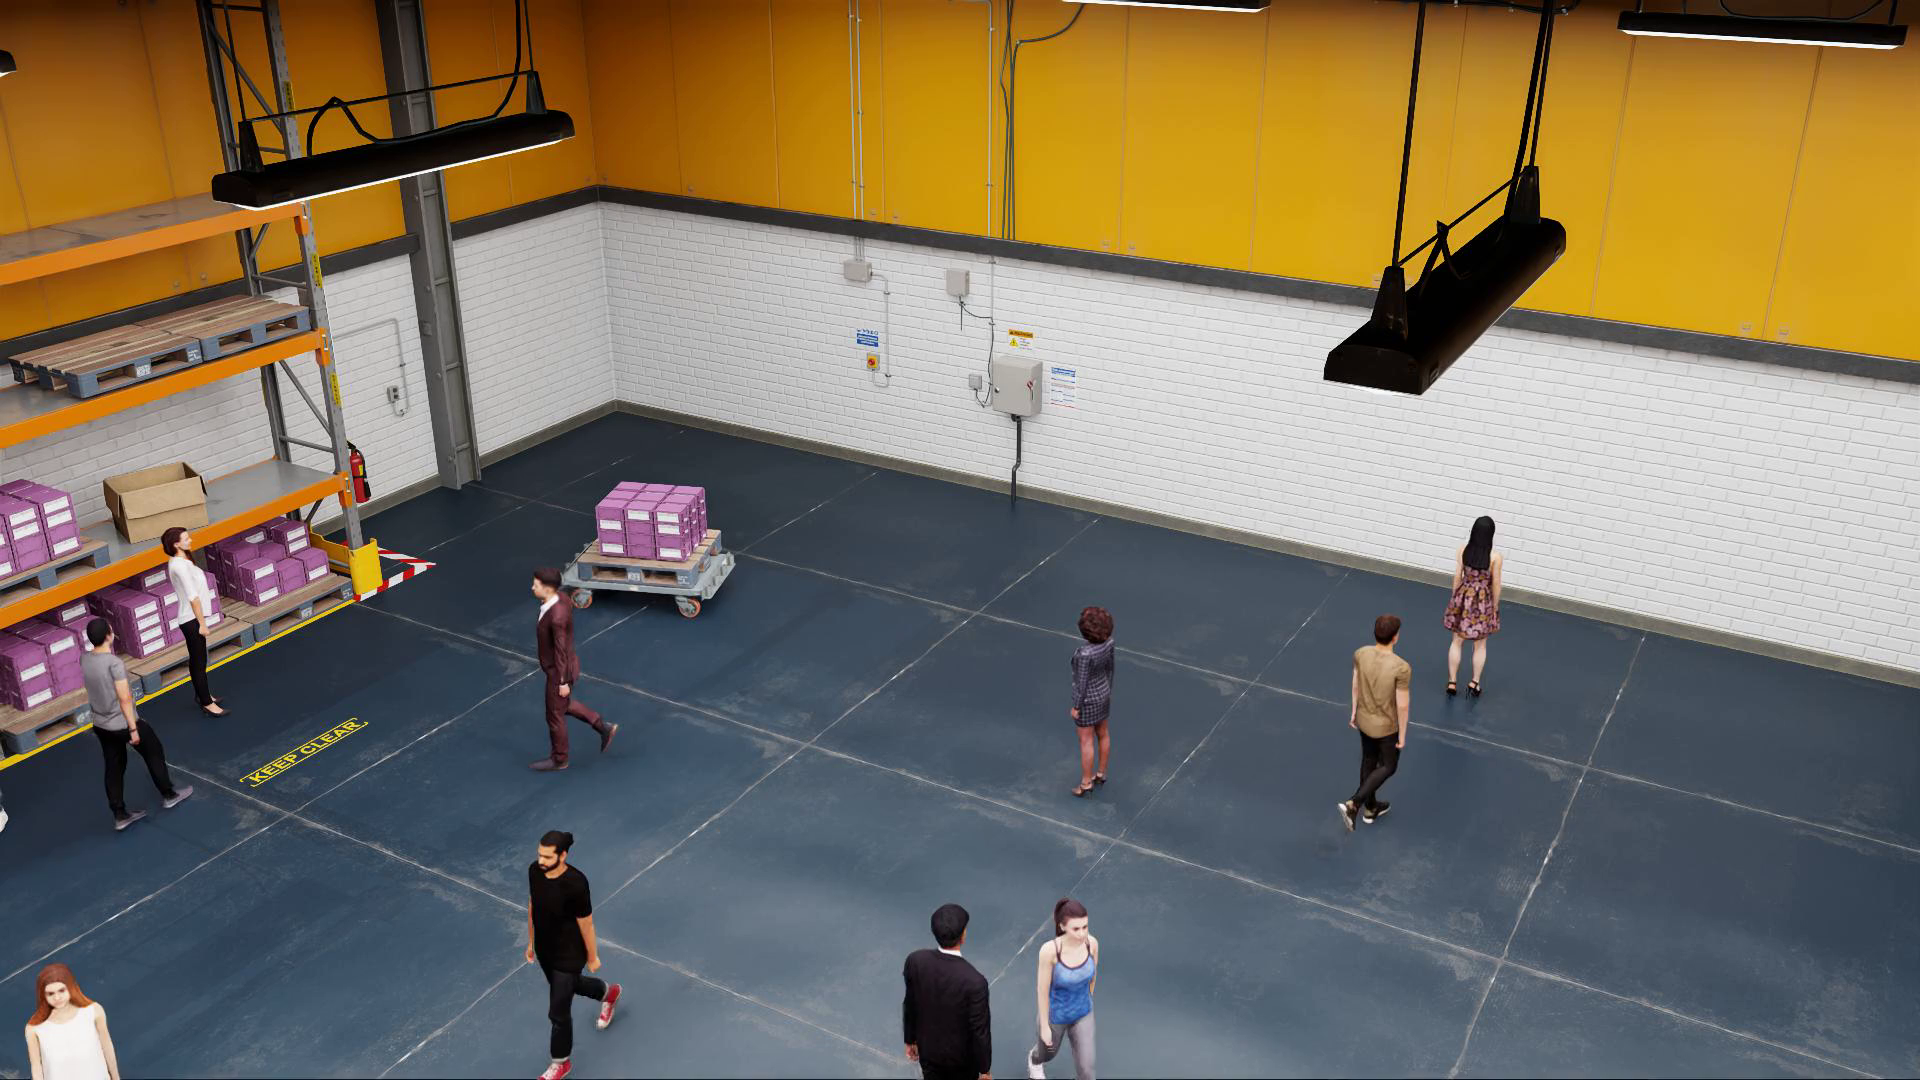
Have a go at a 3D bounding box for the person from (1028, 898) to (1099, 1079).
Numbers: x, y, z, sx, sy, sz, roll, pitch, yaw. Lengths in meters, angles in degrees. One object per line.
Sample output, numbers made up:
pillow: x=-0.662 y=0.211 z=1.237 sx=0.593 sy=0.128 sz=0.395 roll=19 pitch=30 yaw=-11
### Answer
person: x=0.603 y=2.844 z=10.064 sx=1.029 sy=1.579 sz=1.057 roll=-7 pitch=25 yaw=-16

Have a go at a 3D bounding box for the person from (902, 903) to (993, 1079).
person: x=-0.113 y=2.941 z=9.487 sx=0.714 sy=1.864 sz=0.954 roll=14 pitch=27 yaw=28

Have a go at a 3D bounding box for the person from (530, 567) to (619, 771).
person: x=-3.246 y=1.058 z=13.807 sx=1.084 sy=1.853 sz=1.056 roll=-4 pitch=24 yaw=-9

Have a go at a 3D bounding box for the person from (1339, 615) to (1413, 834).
person: x=3.202 y=1.453 z=12.921 sx=1.065 sy=1.839 sz=0.858 roll=-20 pitch=30 yaw=-38

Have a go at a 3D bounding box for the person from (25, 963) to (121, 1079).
person: x=-4.981 y=3.081 z=9.374 sx=1.082 sy=1.696 sz=1.041 roll=-10 pitch=26 yaw=-22

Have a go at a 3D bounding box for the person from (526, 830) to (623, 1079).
person: x=-2.466 y=2.552 z=10.541 sx=0.706 sy=1.732 sz=1.126 roll=17 pitch=29 yaw=33

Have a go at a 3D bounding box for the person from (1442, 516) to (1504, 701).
person: x=4.607 y=0.606 z=14.943 sx=0.642 sy=1.772 sz=0.665 roll=13 pitch=27 yaw=27

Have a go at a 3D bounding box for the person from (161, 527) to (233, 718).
person: x=-6.767 y=0.718 z=14.658 sx=0.681 sy=1.795 sz=0.682 roll=-13 pitch=27 yaw=-28

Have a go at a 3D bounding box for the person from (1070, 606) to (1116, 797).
person: x=1.079 y=1.302 z=13.438 sx=0.724 sy=1.702 sz=0.563 roll=21 pitch=31 yaw=39

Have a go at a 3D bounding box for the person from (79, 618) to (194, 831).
person: x=-6.656 y=1.476 z=13.006 sx=0.726 sy=1.730 sz=0.931 roll=9 pitch=25 yaw=21
